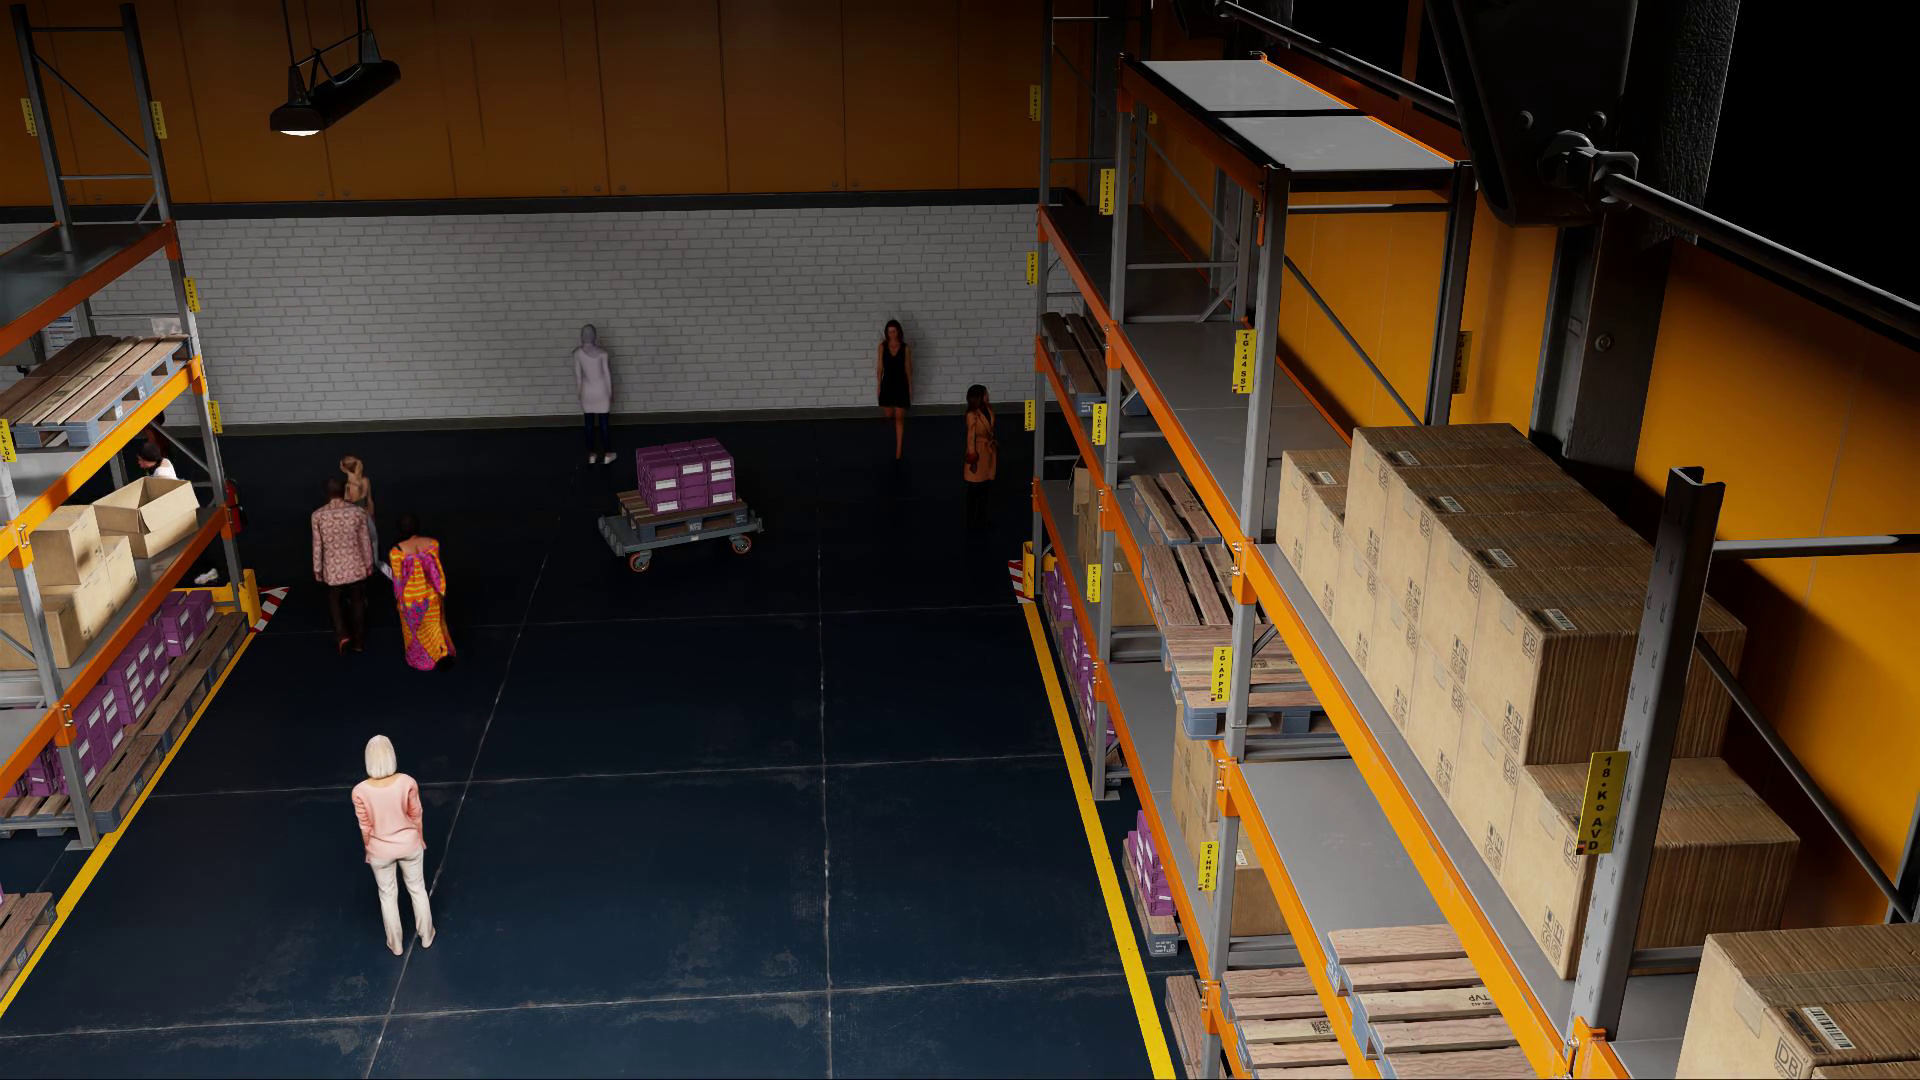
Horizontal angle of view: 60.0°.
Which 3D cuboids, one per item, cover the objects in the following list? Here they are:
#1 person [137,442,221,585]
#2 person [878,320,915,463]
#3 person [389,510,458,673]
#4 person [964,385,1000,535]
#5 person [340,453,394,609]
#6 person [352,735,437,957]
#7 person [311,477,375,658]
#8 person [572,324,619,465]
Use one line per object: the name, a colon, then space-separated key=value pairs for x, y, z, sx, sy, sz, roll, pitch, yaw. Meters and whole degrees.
person: x=-8.152 y=-0.247 z=17.271 sx=0.992 sy=1.646 sz=1.073 roll=-9 pitch=25 yaw=-19
person: x=-0.808 y=-1.895 z=20.829 sx=0.675 sy=1.815 sz=0.959 roll=0 pitch=24 yaw=-1
person: x=-5.038 y=0.506 z=15.534 sx=0.941 sy=1.657 sz=1.064 roll=-18 pitch=30 yaw=-36
person: x=0.225 y=-0.926 z=18.738 sx=0.828 sy=1.714 sz=0.757 roll=17 pitch=29 yaw=34
person: x=-5.968 y=-0.055 z=16.783 sx=0.929 sy=1.684 sz=1.011 roll=10 pitch=25 yaw=21
person: x=-3.981 y=2.143 z=11.704 sx=0.663 sy=1.726 sz=0.633 roll=-10 pitch=26 yaw=-22
person: x=-5.849 y=0.302 z=15.839 sx=0.875 sy=1.787 sz=0.963 roll=-13 pitch=27 yaw=-27
person: x=-4.554 y=-1.820 z=20.707 sx=0.645 sy=1.775 sz=0.596 roll=2 pitch=24 yaw=5
